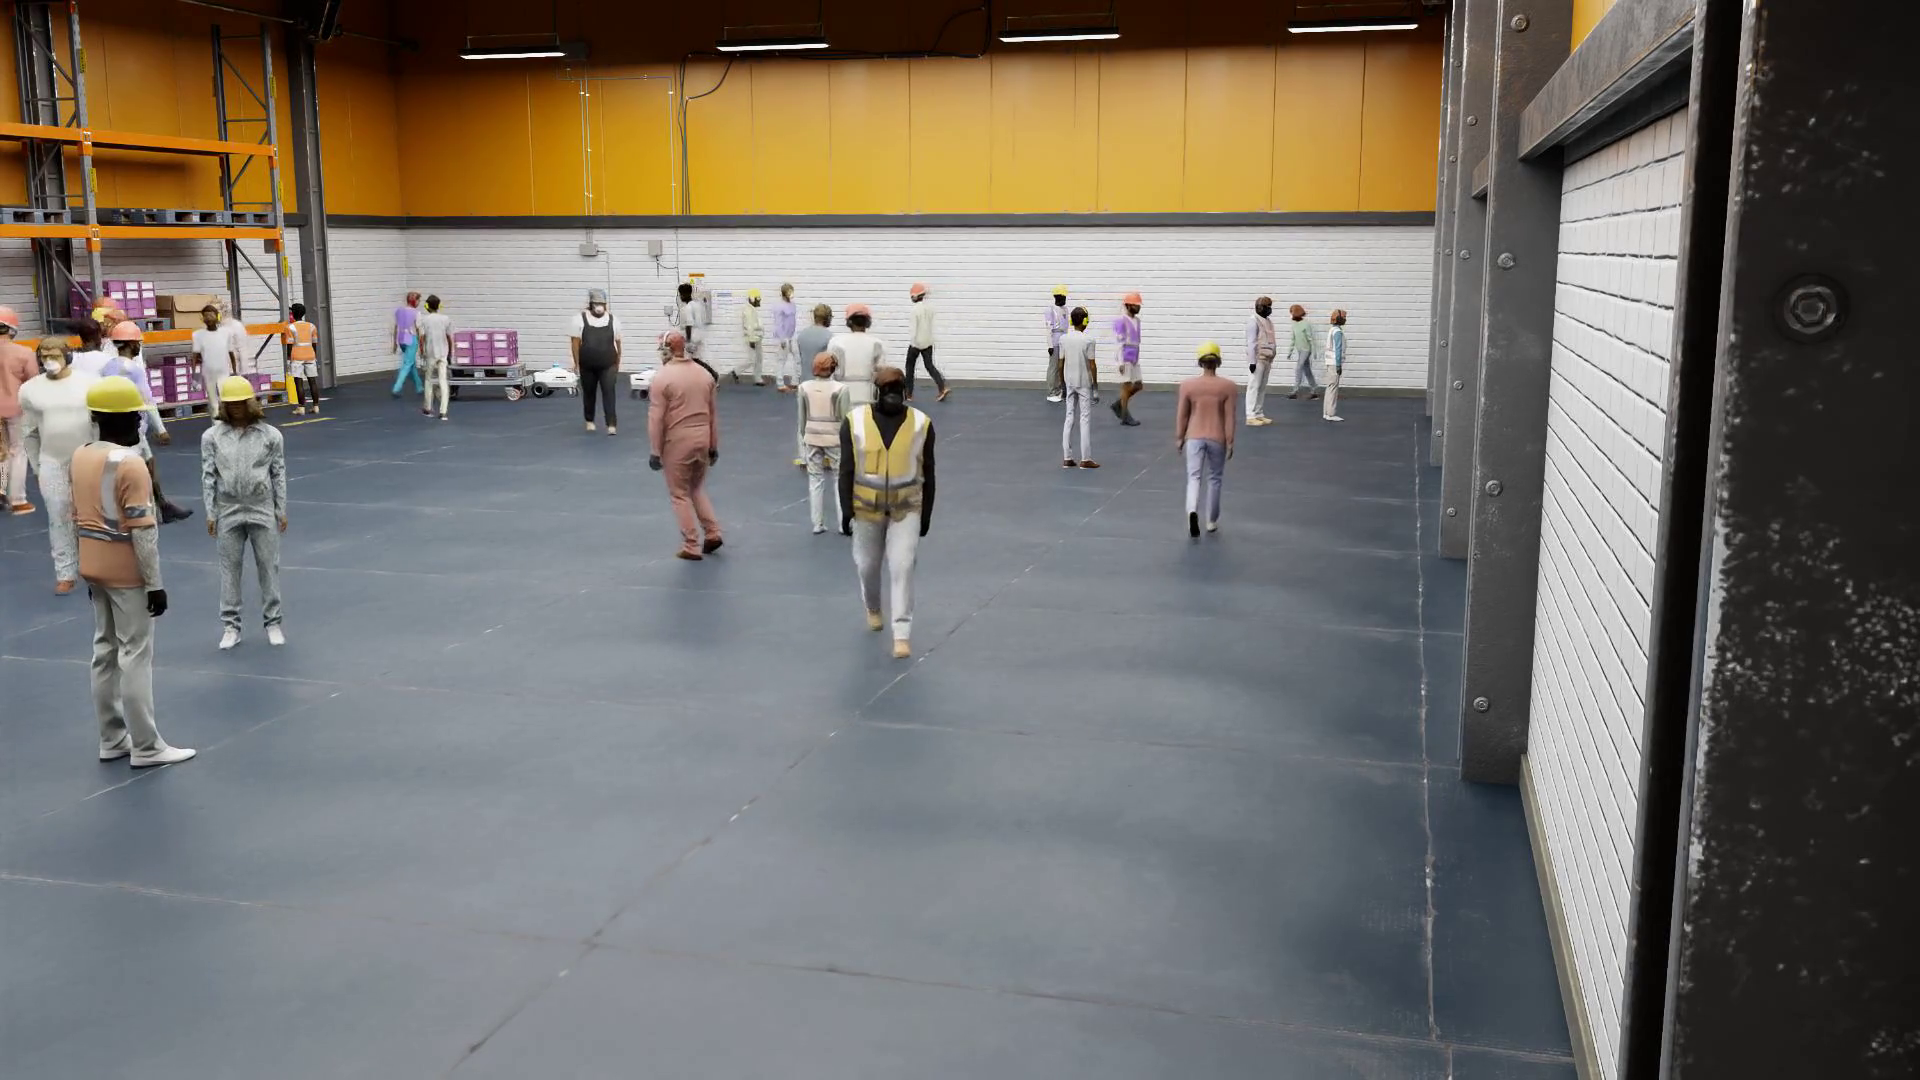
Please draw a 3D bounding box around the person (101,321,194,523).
[{"bbox_3d":[-7.462,-1.020,14.991,0.550,1.888,1.014,8,13,38],"label":"person"}]

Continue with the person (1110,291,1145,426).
[{"bbox_3d":[2.388,-2.588,23.736,0.509,1.921,0.552,9,13,40],"label":"person"}]

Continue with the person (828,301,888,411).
[{"bbox_3d":[-1.042,-1.371,16.626,0.668,2.002,0.607,-2,10,-9],"label":"person"}]

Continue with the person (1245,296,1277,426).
[{"bbox_3d":[4.309,-2.560,23.817,0.429,1.839,0.634,7,12,33],"label":"person"}]

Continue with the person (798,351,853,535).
[{"bbox_3d":[-1.189,-0.849,14.724,0.534,1.635,0.366,3,11,18],"label":"person"}]

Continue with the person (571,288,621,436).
[{"bbox_3d":[-4.968,-2.475,22.765,0.685,2.000,1.020,-3,10,-15],"label":"person"}]

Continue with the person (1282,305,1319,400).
[{"bbox_3d":[5.651,-3.108,27.618,0.773,1.575,0.540,-3,10,-16],"label":"person"}]

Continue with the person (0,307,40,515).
[{"bbox_3d":[-9.073,-1.228,15.897,0.603,1.973,0.450,1,10,4],"label":"person"}]

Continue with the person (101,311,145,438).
[{"bbox_3d":[-8.741,-1.441,17.357,0.572,1.883,0.358,5,11,26],"label":"person"}]

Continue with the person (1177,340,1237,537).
[{"bbox_3d":[2.163,-0.887,14.651,0.524,1.738,0.781,2,10,14],"label":"person"}]

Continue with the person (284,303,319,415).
[{"bbox_3d":[-10.001,-2.745,25.264,0.317,1.695,0.540,7,12,34],"label":"person"}]

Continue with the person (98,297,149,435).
[{"bbox_3d":[-11.020,-2.200,21.634,0.565,1.885,0.997,1,10,7],"label":"person"}]

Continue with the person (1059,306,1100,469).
[{"bbox_3d":[1.379,-1.751,19.148,0.512,1.873,0.328,7,12,34],"label":"person"}]

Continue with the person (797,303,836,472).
[{"bbox_3d":[-1.546,-1.741,18.996,0.643,1.906,0.833,8,13,39],"label":"person"}]

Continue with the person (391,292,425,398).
[{"bbox_3d":[-9.382,-3.314,28.267,0.617,1.786,0.939,6,12,30],"label":"person"}]

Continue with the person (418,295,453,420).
[{"bbox_3d":[-7.829,-2.725,24.781,0.536,1.821,0.955,-6,12,-32],"label":"person"}]

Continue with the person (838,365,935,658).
[{"bbox_3d":[-0.463,-0.214,10.602,0.617,1.819,0.824,0,10,-1],"label":"person"}]

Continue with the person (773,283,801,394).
[{"bbox_3d":[-2.926,-3.461,28.679,0.639,1.917,0.652,5,11,27],"label":"person"}]

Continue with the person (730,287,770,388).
[{"bbox_3d":[-3.790,-3.640,29.995,0.607,1.817,0.594,1,10,8],"label":"person"}]

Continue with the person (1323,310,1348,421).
[{"bbox_3d":[5.507,-2.558,24.405,0.314,1.629,0.508,1,10,6],"label":"person"}]

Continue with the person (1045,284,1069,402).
[{"bbox_3d":[1.626,-3.250,27.469,0.362,1.930,0.587,7,12,34],"label":"person"}]

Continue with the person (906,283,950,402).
[{"bbox_3d":[-0.596,-3.249,27.397,0.943,1.960,0.613,9,13,42],"label":"person"}]

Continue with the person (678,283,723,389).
[{"bbox_3d":[-4.552,-3.485,28.807,0.738,1.930,0.602,2,10,9],"label":"person"}]

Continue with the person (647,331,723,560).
[{"bbox_3d":[-2.250,-0.761,13.581,0.466,1.877,0.658,7,12,36],"label":"person"}]

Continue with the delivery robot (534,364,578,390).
[{"bbox_3d":[-6.853,-2.744,28.229,0.707,0.478,0.477,0,10,1],"label":"delivery robot"}]

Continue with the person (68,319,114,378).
[{"bbox_3d":[-8.219,-1.162,15.814,0.611,1.864,0.991,1,10,5],"label":"person"}]

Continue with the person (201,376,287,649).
[{"bbox_3d":[-4.541,-0.175,10.581,0.492,1.742,0.319,-4,11,-20],"label":"person"}]

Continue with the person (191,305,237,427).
[{"bbox_3d":[-9.472,-2.071,21.126,0.538,1.813,0.995,-3,11,-19],"label":"person"}]

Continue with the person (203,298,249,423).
[{"bbox_3d":[-9.830,-2.306,22.312,0.658,1.872,0.948,3,11,19],"label":"person"}]

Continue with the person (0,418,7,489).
[{"bbox_3d":[-8.274,-0.803,13.888,0.531,1.831,0.438,-3,11,-19],"label":"person"}]

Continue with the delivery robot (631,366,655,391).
[{"bbox_3d":[-5.137,-2.651,27.700,0.707,0.478,0.477,6,11,29],"label":"delivery robot"}]

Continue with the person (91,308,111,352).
[{"bbox_3d":[-10.338,-1.891,20.126,0.605,1.805,0.685,2,10,12],"label":"person"}]

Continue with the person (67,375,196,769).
[{"bbox_3d":[-4.105,0.158,8.172,0.588,1.928,0.383,7,12,34],"label":"person"}]

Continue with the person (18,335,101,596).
[{"bbox_3d":[-6.643,-0.585,12.447,0.631,1.916,0.872,-2,10,-14],"label":"person"}]

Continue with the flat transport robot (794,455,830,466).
[{"bbox_3d":[-1.425,-1.051,19.709,0.652,0.197,1.431,3,10,14],"label":"flat transport robot"}]
